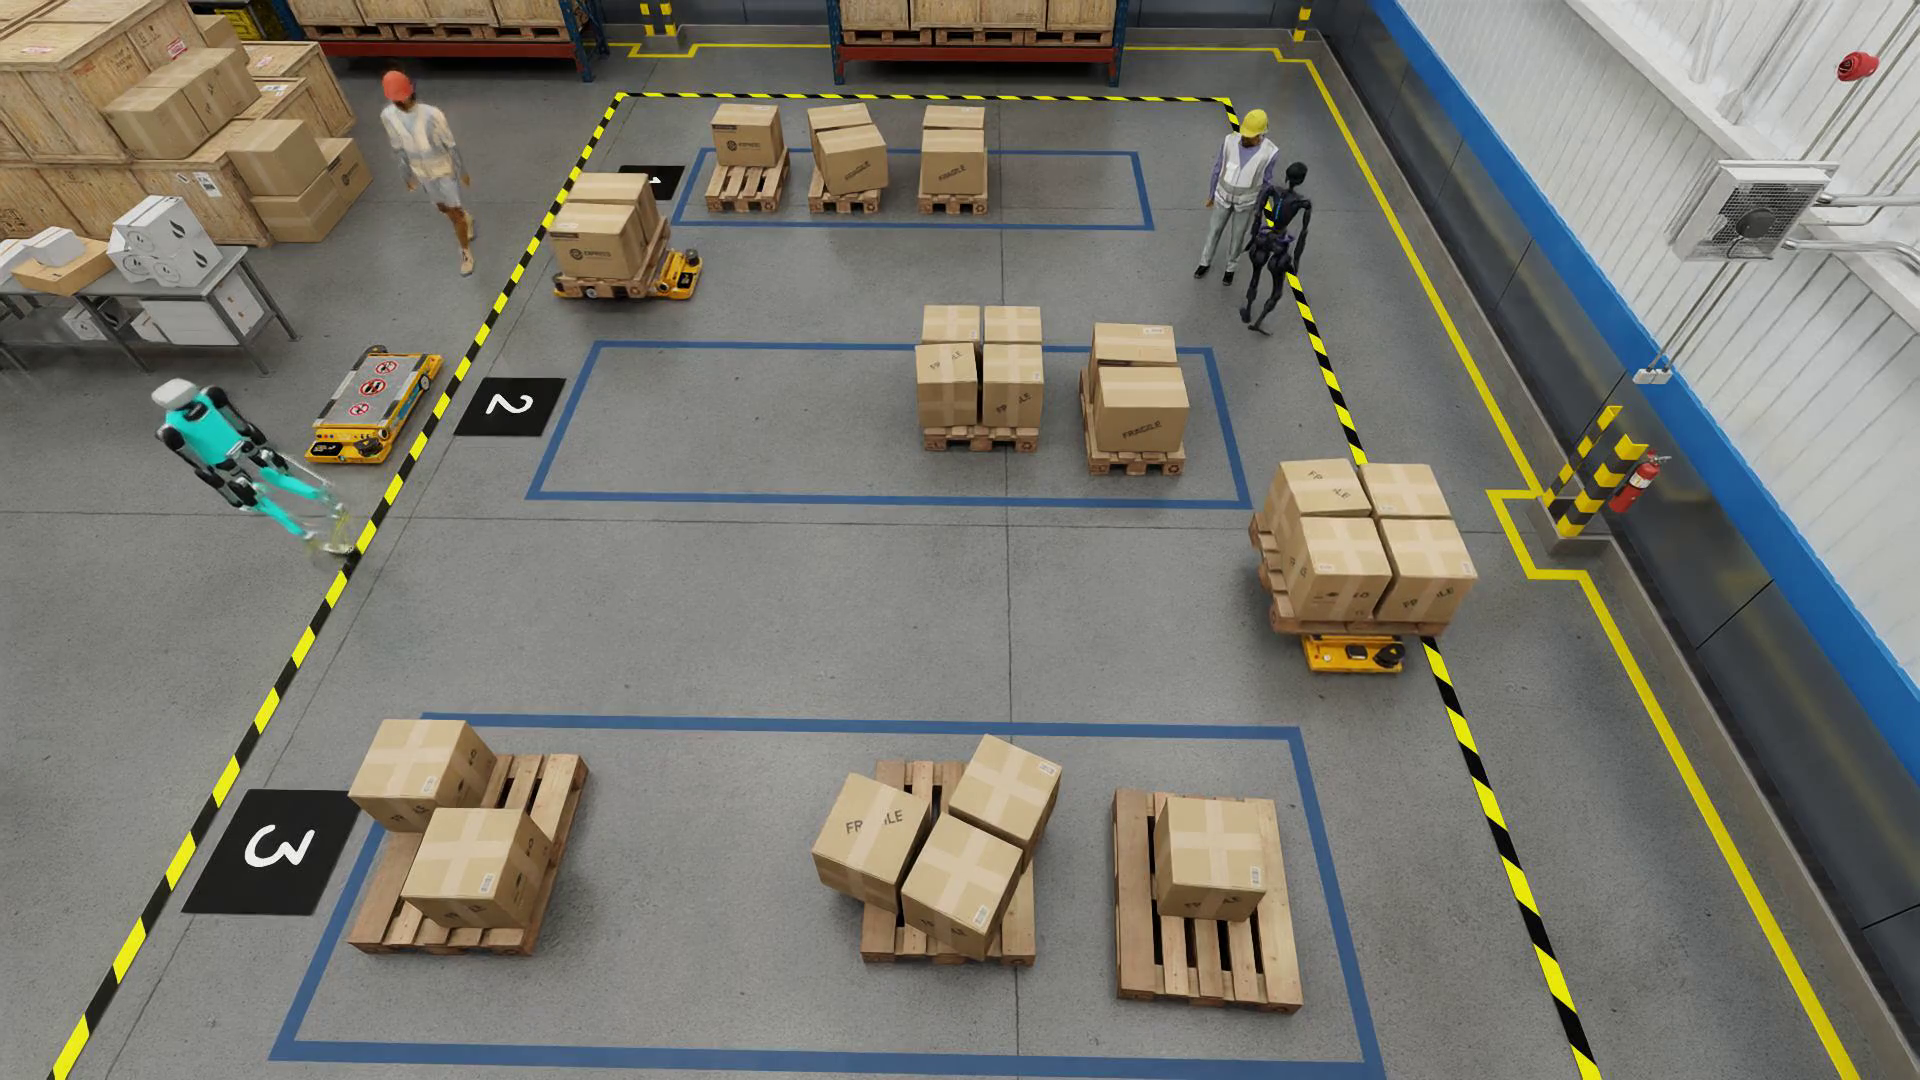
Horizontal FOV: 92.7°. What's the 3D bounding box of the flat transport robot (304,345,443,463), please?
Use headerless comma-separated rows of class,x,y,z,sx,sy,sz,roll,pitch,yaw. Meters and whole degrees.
flat transport robot,-5.383,-1.269,8.441,0.659,0.231,1.431,1,50,1

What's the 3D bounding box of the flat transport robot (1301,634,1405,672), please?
flat transport robot,2.880,0.358,7.046,0.652,0.197,1.431,1,50,1

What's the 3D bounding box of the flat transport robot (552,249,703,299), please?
flat transport robot,-3.532,-2.852,9.762,1.431,0.197,0.652,1,50,1

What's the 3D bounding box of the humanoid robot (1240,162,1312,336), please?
humanoid robot,2.971,-2.775,8.795,0.461,1.648,0.612,-35,58,-26

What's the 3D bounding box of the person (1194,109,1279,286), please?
person,2.786,-3.445,9.263,0.586,1.822,0.404,21,53,17

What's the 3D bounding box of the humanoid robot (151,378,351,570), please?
humanoid robot,-5.026,-0.399,6.770,0.752,1.817,0.539,9,50,8

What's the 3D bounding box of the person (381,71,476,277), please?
person,-5.439,-3.851,9.495,0.650,2.001,0.957,-2,50,-2
